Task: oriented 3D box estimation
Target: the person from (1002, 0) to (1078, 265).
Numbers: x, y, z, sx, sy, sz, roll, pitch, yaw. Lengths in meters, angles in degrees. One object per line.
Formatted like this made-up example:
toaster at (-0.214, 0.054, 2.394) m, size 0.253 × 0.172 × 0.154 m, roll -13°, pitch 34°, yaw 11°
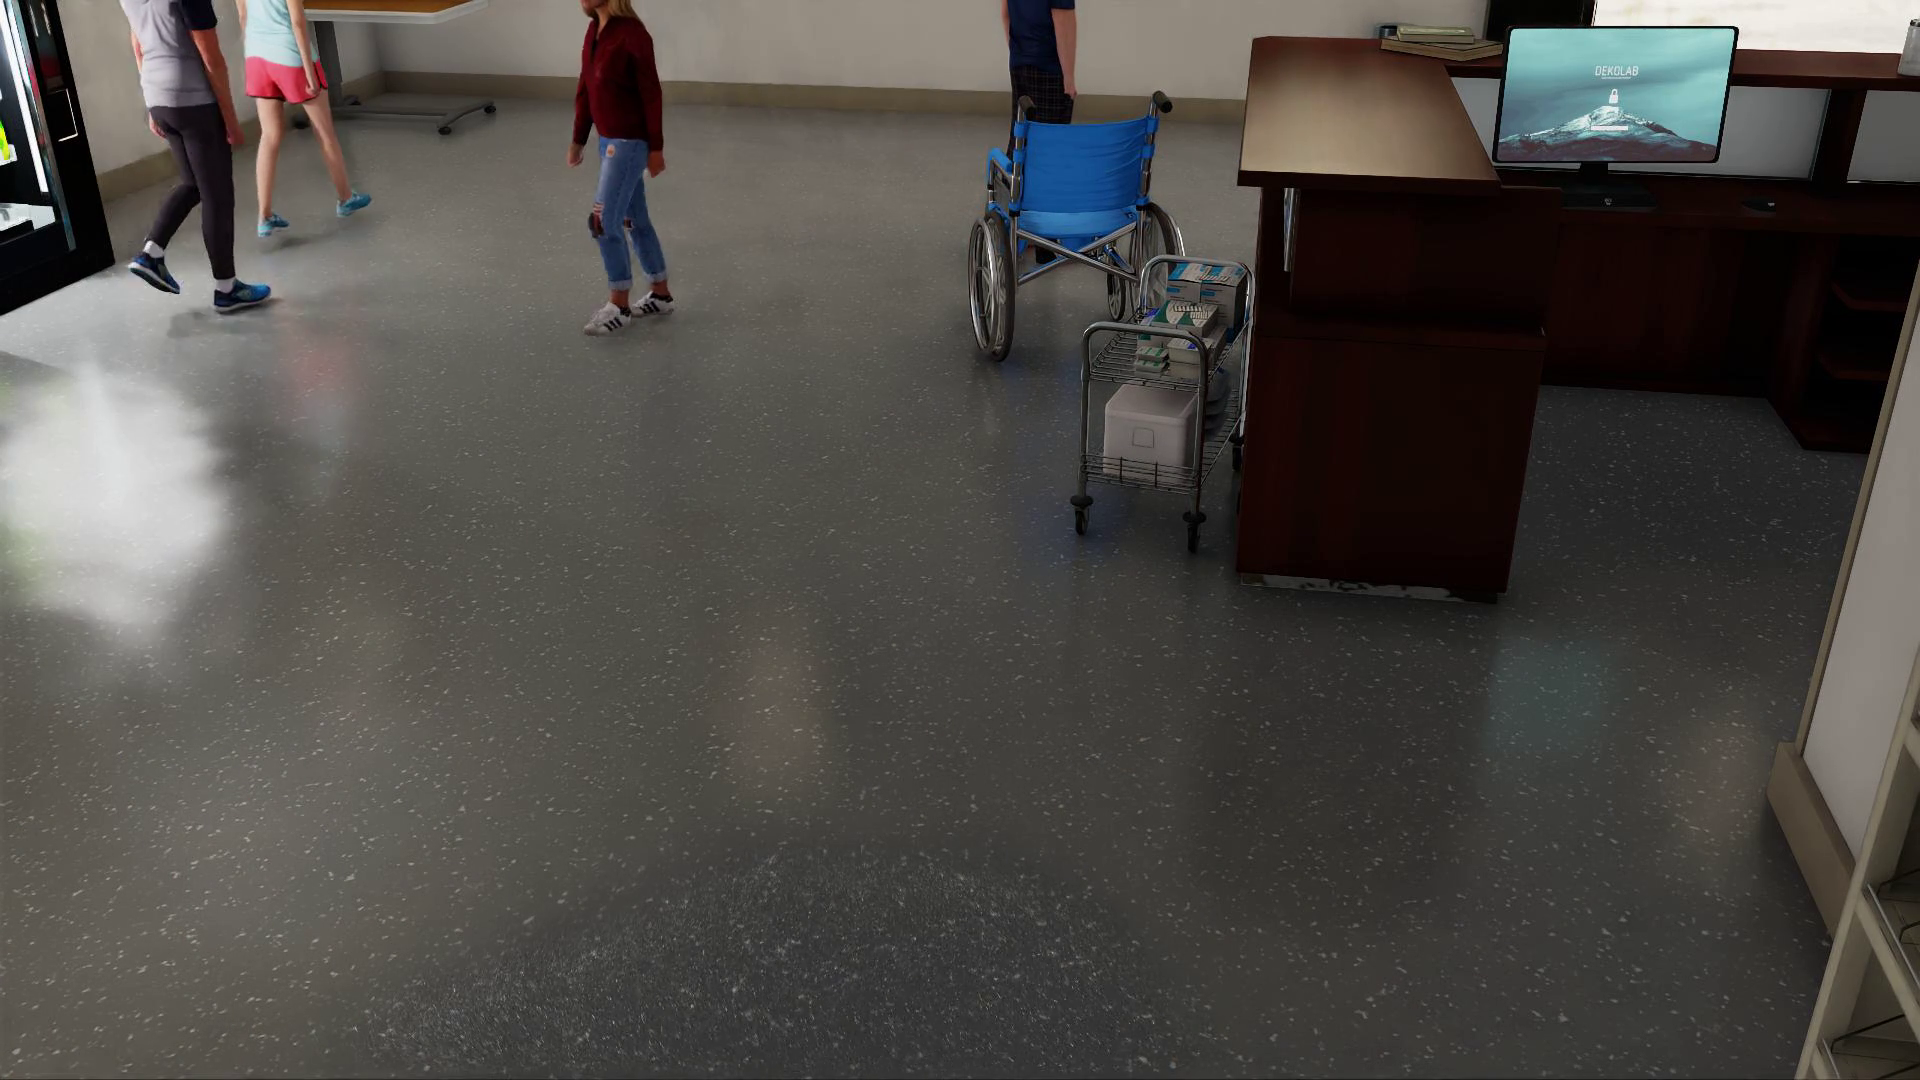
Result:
person at (0.394, -2.320, 8.232) m, size 0.783 × 1.872 × 0.726 m, roll -17°, pitch 31°, yaw -32°

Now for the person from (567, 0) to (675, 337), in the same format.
person at (-1.408, -1.743, 7.334) m, size 0.891 × 1.613 × 0.830 m, roll -17°, pitch 31°, yaw -31°

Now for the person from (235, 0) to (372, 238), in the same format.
person at (-3.554, -2.412, 8.592) m, size 0.619 × 1.724 × 1.100 m, roll 6°, pitch 26°, yaw 11°

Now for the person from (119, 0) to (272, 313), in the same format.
person at (-3.522, -1.890, 7.401) m, size 0.856 × 1.818 × 0.930 m, roll 17°, pitch 30°, yaw 31°
